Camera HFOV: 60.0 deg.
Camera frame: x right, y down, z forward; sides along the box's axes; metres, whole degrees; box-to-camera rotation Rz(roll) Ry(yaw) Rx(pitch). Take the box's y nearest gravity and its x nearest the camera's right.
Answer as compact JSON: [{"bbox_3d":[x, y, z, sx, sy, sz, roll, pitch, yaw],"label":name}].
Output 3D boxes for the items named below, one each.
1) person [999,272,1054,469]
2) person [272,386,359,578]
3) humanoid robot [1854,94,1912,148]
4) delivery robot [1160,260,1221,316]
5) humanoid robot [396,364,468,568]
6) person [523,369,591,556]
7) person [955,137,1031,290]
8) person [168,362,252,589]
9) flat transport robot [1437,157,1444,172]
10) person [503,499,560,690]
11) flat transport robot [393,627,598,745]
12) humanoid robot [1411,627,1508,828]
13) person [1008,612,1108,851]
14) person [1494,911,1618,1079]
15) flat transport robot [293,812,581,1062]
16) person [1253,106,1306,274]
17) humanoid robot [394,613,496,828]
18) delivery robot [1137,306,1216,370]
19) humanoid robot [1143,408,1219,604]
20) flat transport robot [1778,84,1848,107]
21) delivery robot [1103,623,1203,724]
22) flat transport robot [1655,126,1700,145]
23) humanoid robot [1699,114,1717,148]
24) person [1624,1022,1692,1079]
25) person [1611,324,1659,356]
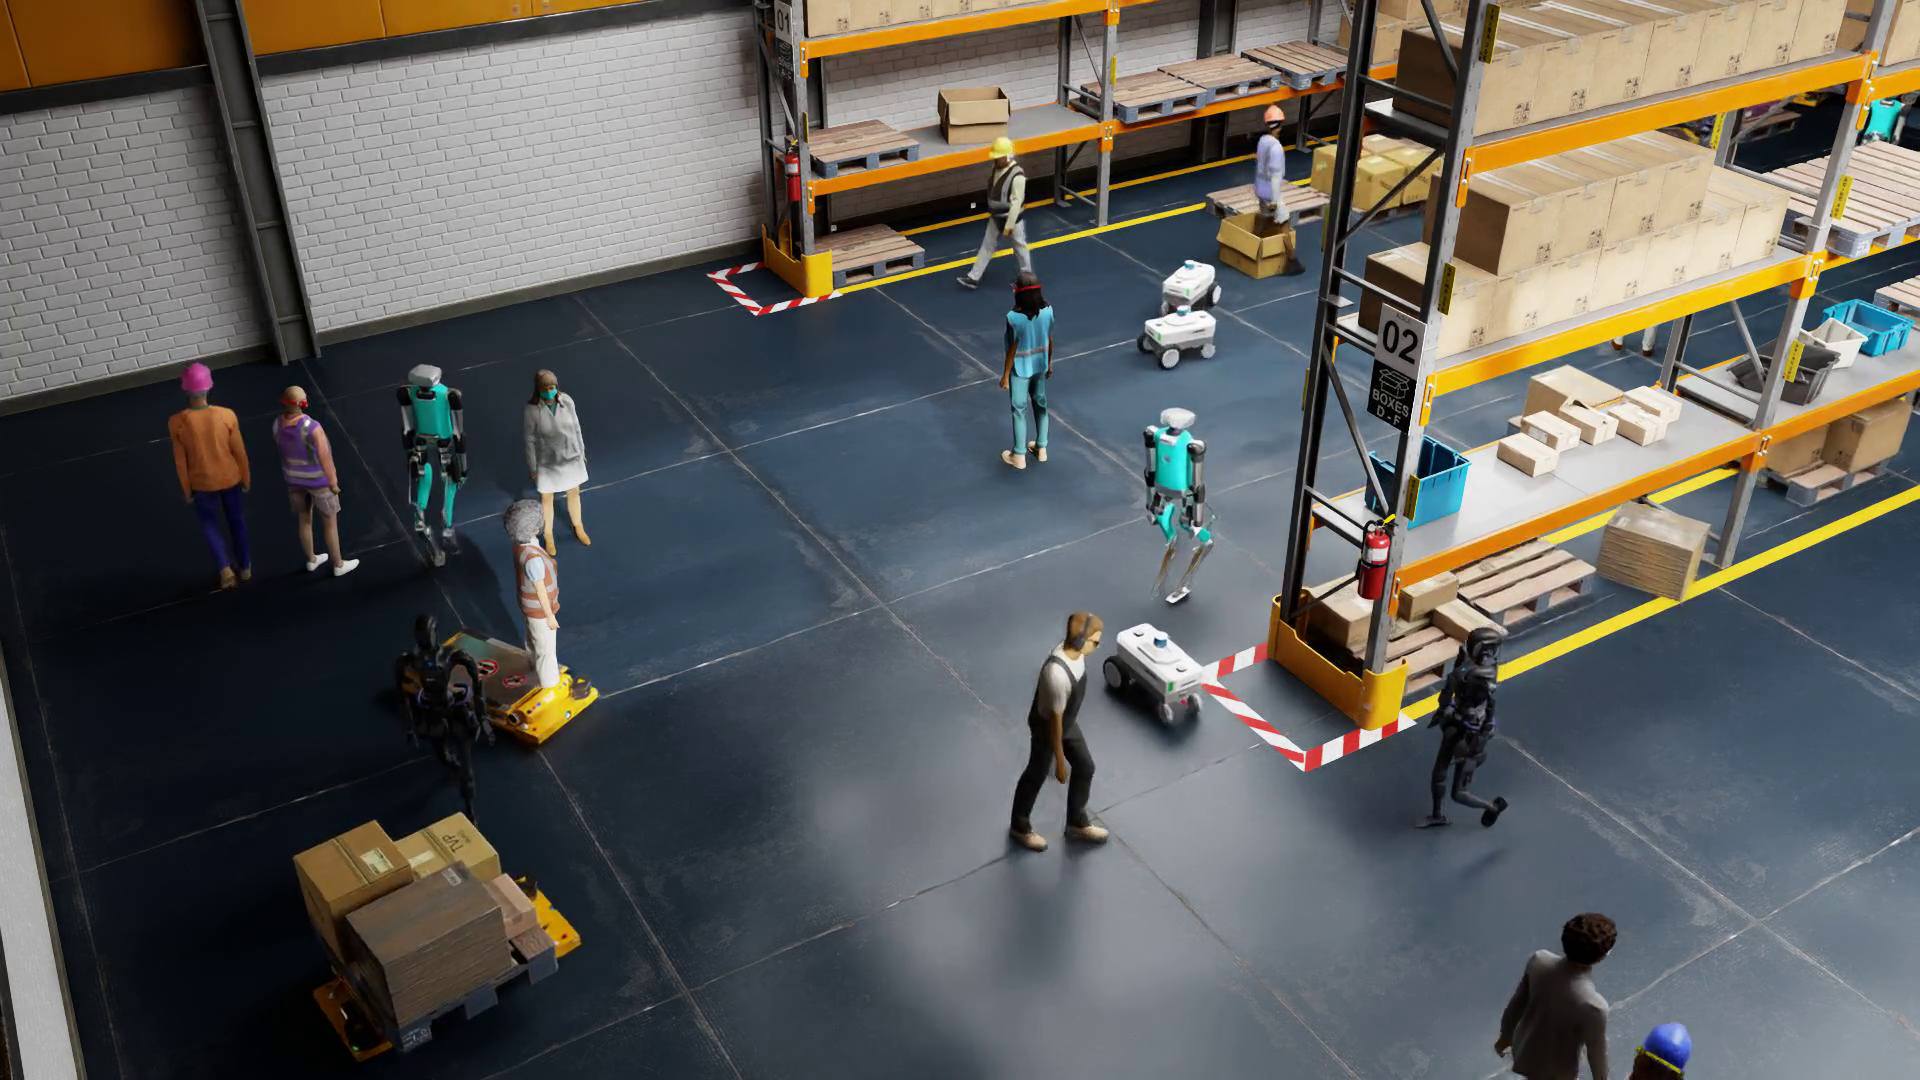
[{"bbox_3d":[0.613,-1.526,15.014,0.542,1.864,0.370,-18,37,-27],"label":"person"},{"bbox_3d":[-5.274,-0.473,13.501,0.489,1.684,0.349,9,33,15],"label":"person"},{"bbox_3d":[10.838,-4.511,19.877,0.530,1.712,1.016,21,38,30],"label":"humanoid robot"},{"bbox_3d":[2.499,-2.772,18.227,0.499,0.586,0.765,19,37,27],"label":"delivery robot"},{"bbox_3d":[-4.299,-0.474,13.484,0.530,1.789,0.800,3,32,5],"label":"humanoid robot"},{"bbox_3d":[-3.341,-0.649,13.807,0.497,1.658,0.337,-18,36,-26],"label":"person"},{"bbox_3d":[0.430,-3.581,18.372,0.941,1.770,0.604,-18,36,-26],"label":"person"},{"bbox_3d":[-5.917,-0.468,13.244,0.530,1.961,0.597,-15,35,-22],"label":"person"},{"bbox_3d":[6.677,-4.759,21.674,1.431,0.231,0.659,4,32,6],"label":"flat transport robot"},{"bbox_3d":[-3.035,0.464,12.002,0.310,1.690,0.444,-17,36,-25],"label":"person"},{"bbox_3d":[-3.468,1.066,12.384,1.431,0.231,0.659,17,36,25],"label":"flat transport robot"},{"bbox_3d":[3.343,1.225,10.810,0.551,1.634,0.599,-6,33,-9],"label":"humanoid robot"},{"bbox_3d":[0.653,1.272,10.618,0.743,1.791,0.662,14,35,22],"label":"person"},{"bbox_3d":[3.059,2.590,8.446,0.796,1.867,0.513,-12,34,-19],"label":"person"},{"bbox_3d":[-3.087,2.544,10.027,1.431,0.231,0.659,-24,39,-33],"label":"flat transport robot"},{"bbox_3d":[3.633,-3.947,18.853,0.701,1.876,0.622,-5,32,-8],"label":"person"},{"bbox_3d":[-3.382,1.140,10.991,0.593,1.634,0.786,-4,32,-6],"label":"humanoid robot"},{"bbox_3d":[2.245,-2.110,17.198,0.796,0.614,0.499,-13,34,-19],"label":"delivery robot"},{"bbox_3d":[1.783,-0.277,13.160,0.553,1.817,0.667,24,39,33],"label":"humanoid robot"},{"bbox_3d":[12.772,-6.796,24.922,0.659,0.231,1.431,27,41,36],"label":"flat transport robot"},{"bbox_3d":[1.470,0.946,12.297,0.499,0.586,0.765,-18,36,-26],"label":"delivery robot"},{"bbox_3d":[9.494,-5.459,22.790,1.431,0.231,0.659,0,32,0],"label":"flat transport robot"},{"bbox_3d":[9.426,-5.115,20.926,0.401,1.643,0.588,12,34,18],"label":"humanoid robot"},{"bbox_3d":[3.163,2.992,7.927,0.493,1.727,0.654,1,32,2],"label":"person"},{"bbox_3d":[7.085,-2.814,17.082,0.571,1.865,0.393,15,35,22],"label":"person"}]
